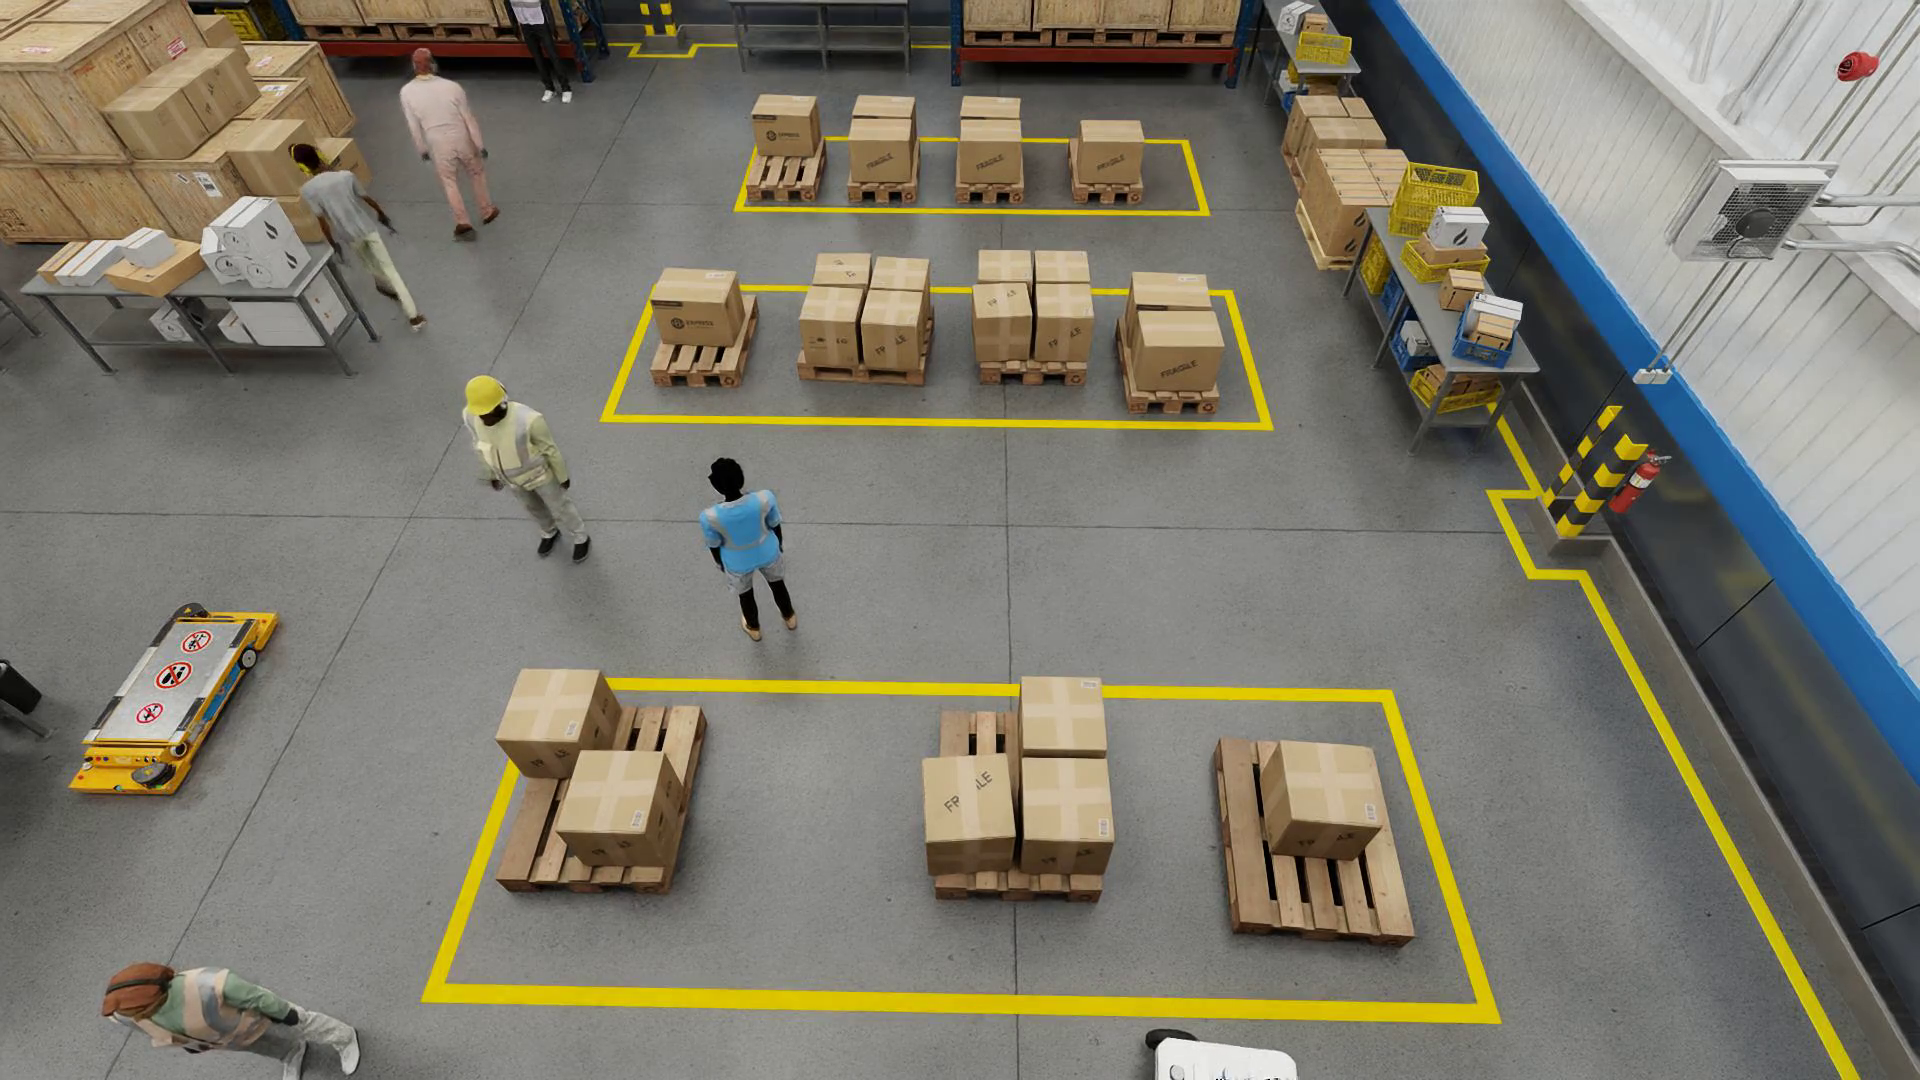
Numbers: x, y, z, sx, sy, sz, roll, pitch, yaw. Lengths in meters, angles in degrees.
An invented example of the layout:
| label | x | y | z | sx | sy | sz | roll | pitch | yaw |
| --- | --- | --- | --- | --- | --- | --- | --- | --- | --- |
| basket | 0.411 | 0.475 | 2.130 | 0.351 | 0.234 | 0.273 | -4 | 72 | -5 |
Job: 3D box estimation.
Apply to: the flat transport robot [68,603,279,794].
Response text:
| label | x | y | z | sx | sy | sz | roll | pitch | yaw |
| --- | --- | --- | --- | --- | --- | --- | --- | --- | --- |
| flat transport robot | -5.504 | 1.072 | 6.442 | 0.652 | 0.197 | 1.431 | 1 | 50 | 1 |

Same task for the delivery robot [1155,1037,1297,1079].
| label | x | y | z | sx | sy | sz | roll | pitch | yaw |
| --- | --- | --- | --- | --- | --- | --- | --- | --- | --- |
| delivery robot | 1.366 | 2.807 | 4.730 | 0.707 | 0.478 | 0.477 | 5 | 50 | 4 |

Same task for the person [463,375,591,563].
| label | x | y | z | sx | sy | sz | roll | pitch | yaw |
| --- | --- | --- | --- | --- | --- | --- | --- | --- | --- |
| person | -3.202 | -0.505 | 6.770 | 0.600 | 1.824 | 0.404 | 8 | 50 | 7 |

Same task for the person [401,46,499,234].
| label | x | y | z | sx | sy | sz | roll | pitch | yaw |
| --- | --- | --- | --- | --- | --- | --- | --- | --- | --- |
| person | -5.497 | -4.260 | 9.917 | 0.675 | 1.876 | 0.622 | -12 | 51 | -10 |

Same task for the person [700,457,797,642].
| label | x | y | z | sx | sy | sz | roll | pitch | yaw |
| --- | --- | --- | --- | --- | --- | --- | --- | --- | --- |
| person | -1.453 | 0.093 | 6.347 | 0.534 | 1.695 | 0.320 | -19 | 52 | -16 |

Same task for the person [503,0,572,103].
| label | x | y | z | sx | sy | sz | roll | pitch | yaw |
| --- | --- | --- | --- | --- | --- | --- | --- | --- | --- |
| person | -5.578 | -6.757 | 12.004 | 0.597 | 1.910 | 0.403 | 1 | 50 | 1 |

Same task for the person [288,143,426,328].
| label | x | y | z | sx | sy | sz | roll | pitch | yaw |
| --- | --- | --- | --- | --- | --- | --- | --- | --- | --- |
| person | -5.774 | -2.945 | 8.847 | 0.596 | 1.808 | 1.016 | -30 | 56 | -23 |

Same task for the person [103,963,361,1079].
| label | x | y | z | sx | sy | sz | roll | pitch | yaw |
| --- | --- | --- | --- | --- | --- | --- | --- | --- | --- |
| person | -3.526 | 2.357 | 4.470 | 0.519 | 1.632 | 0.317 | -12 | 51 | -10 |
